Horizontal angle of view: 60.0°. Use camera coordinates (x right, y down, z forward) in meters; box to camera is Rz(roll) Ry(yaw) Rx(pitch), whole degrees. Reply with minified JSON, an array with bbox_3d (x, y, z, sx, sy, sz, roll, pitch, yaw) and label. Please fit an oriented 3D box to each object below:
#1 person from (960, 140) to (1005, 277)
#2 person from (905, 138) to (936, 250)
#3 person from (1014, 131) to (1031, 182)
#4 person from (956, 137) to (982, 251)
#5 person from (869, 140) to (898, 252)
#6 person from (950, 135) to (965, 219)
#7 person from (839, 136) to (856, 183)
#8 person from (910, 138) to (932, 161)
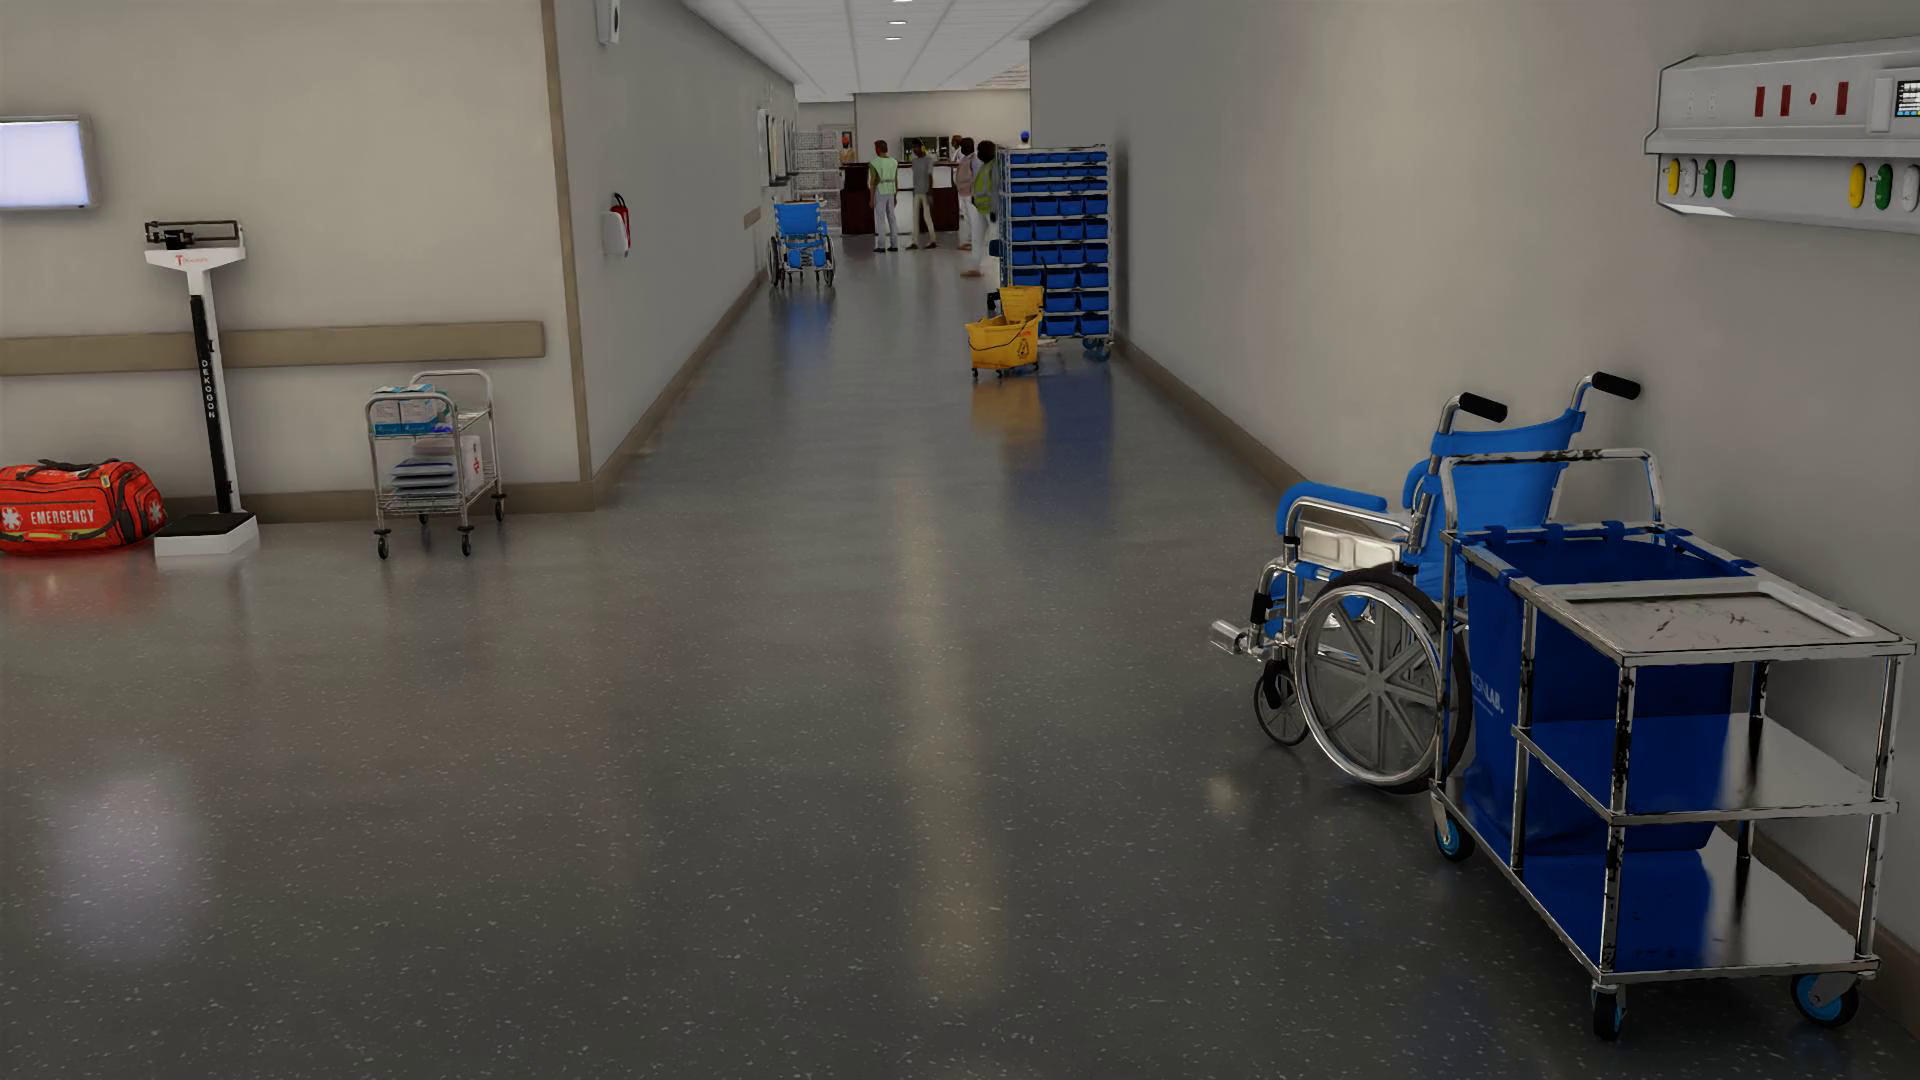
[{"bbox_3d":[0.472,-4.414,22.170,0.884,1.814,0.630,-7,15,-20],"label":"person"},{"bbox_3d":[-0.651,-5.799,27.951,0.582,1.853,0.563,11,18,41],"label":"person"},{"bbox_3d":[1.624,-9.046,40.780,0.632,1.936,0.432,3,14,18],"label":"person"},{"bbox_3d":[0.150,-5.696,27.407,0.429,1.840,0.624,-6,14,-19],"label":"person"},{"bbox_3d":[-1.243,-5.702,27.611,0.560,1.835,0.388,-14,18,-40],"label":"person"},{"bbox_3d":[-0.056,-8.214,37.674,0.356,1.885,0.574,-6,14,-17],"label":"person"},{"bbox_3d":[-3.366,-11.063,49.662,0.551,1.935,0.375,4,15,21],"label":"person"},{"bbox_3d":[-0.893,-8.628,39.613,0.597,1.824,0.403,-2,14,0],"label":"person"}]
